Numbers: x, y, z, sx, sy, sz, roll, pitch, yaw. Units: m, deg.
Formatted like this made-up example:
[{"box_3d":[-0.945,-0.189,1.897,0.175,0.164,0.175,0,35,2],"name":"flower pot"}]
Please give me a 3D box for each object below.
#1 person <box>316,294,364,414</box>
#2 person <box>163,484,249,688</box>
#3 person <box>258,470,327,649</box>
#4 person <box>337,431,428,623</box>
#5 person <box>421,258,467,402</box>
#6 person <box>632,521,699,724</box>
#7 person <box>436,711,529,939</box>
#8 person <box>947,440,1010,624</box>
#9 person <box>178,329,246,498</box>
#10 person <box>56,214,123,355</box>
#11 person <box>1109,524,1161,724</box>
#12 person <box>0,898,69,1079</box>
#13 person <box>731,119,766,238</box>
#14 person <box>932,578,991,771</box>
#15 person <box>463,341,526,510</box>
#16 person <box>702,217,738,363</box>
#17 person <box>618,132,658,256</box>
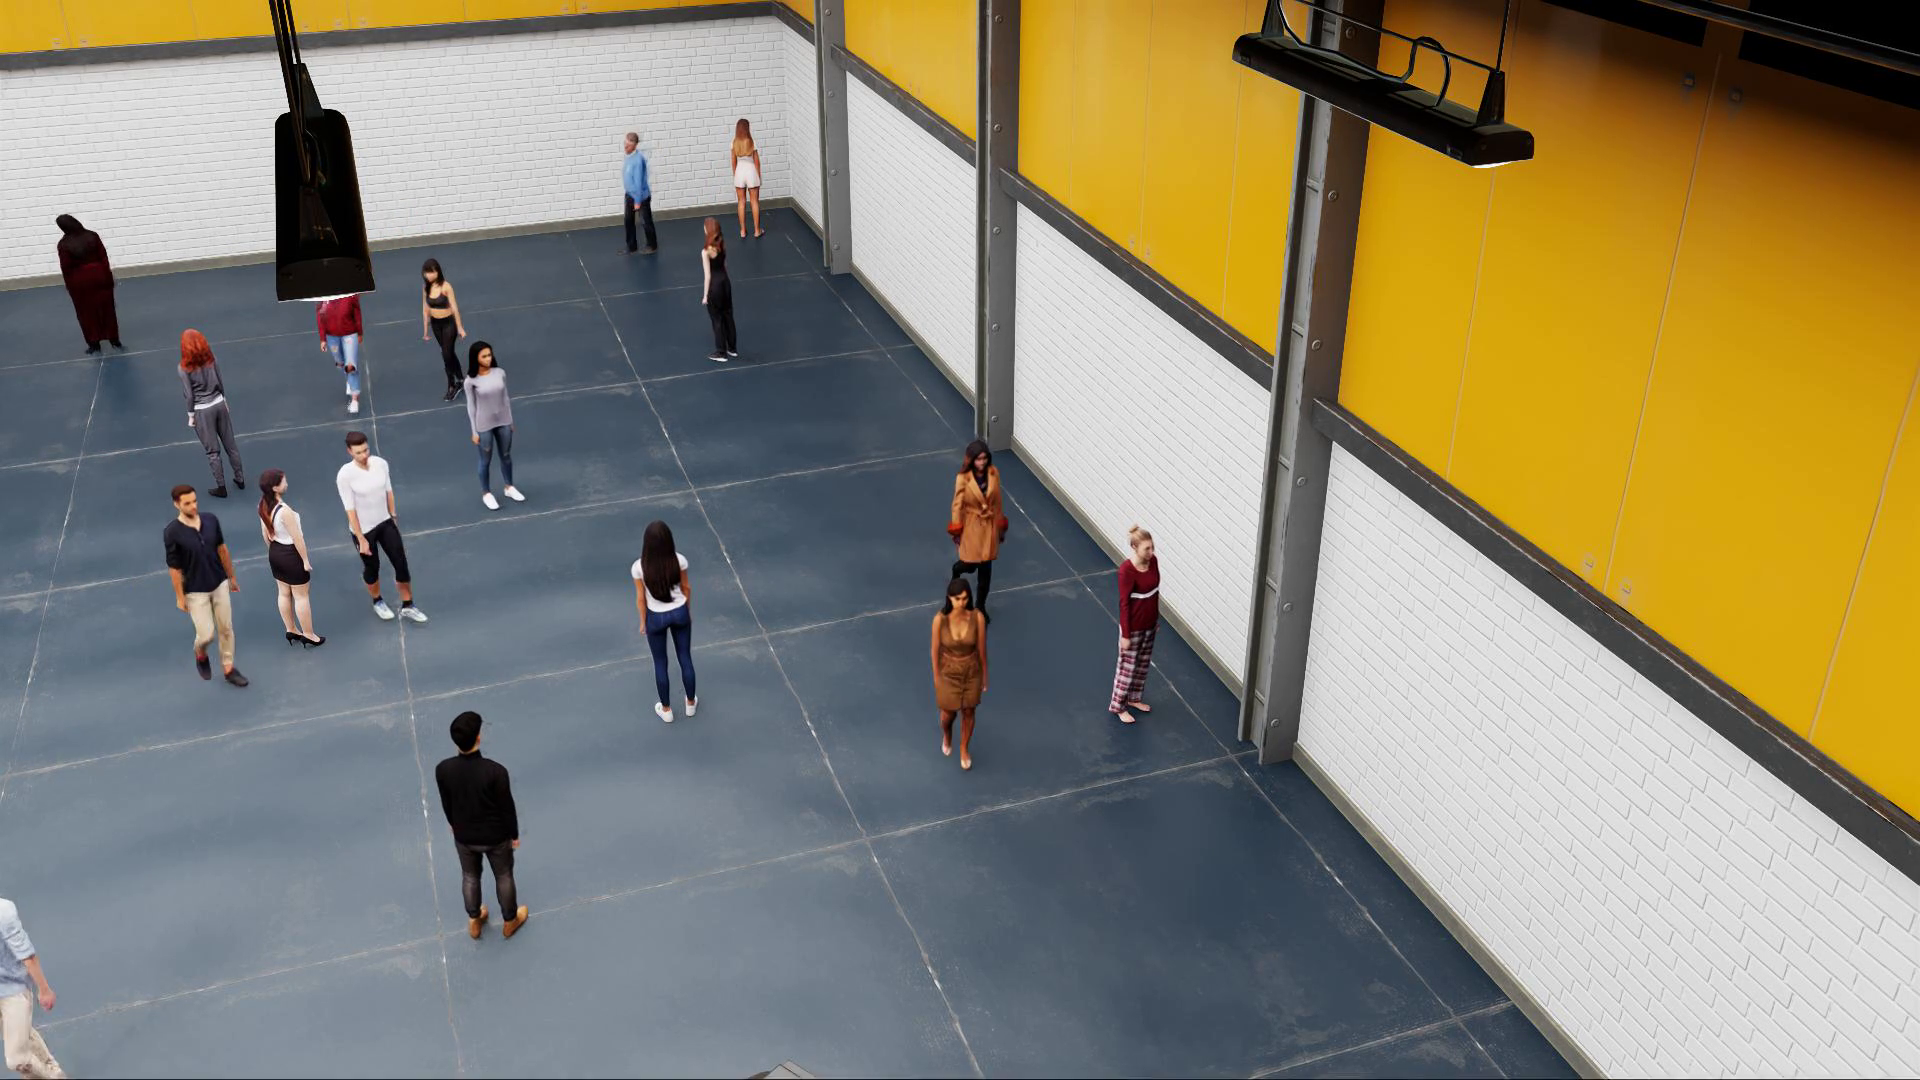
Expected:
[{"box_3d":[-6.932,-2.291,18.683,0.773,1.595,1.156,-4,29,-8],"name":"person"},{"box_3d":[-6.203,0.359,13.557,0.886,1.852,0.828,21,35,33],"name":"person"},{"box_3d":[-5.715,0.160,14.134,0.632,1.650,0.695,13,31,23],"name":"person"},{"box_3d":[-5.177,-0.139,14.493,0.987,1.830,0.867,23,36,36],"name":"person"},{"box_3d":[-5.820,-2.448,18.937,0.814,1.627,0.891,9,30,16],"name":"person"},{"box_3d":[-2.306,0.638,13.127,0.578,1.775,0.502,-10,30,-18],"name":"person"},{"box_3d":[-3.140,1.880,10.907,0.721,1.721,0.690,2,29,3],"name":"person"},{"box_3d":[0.118,-0.113,14.572,0.721,1.709,0.851,-12,31,-21],"name":"person"},{"box_3d":[-7.506,-1.276,16.632,0.679,1.779,0.661,19,34,31],"name":"person"},{"box_3d":[-10.456,-3.112,20.044,0.784,1.733,0.759,-15,32,-26],"name":"person"},{"box_3d":[1.412,0.652,13.179,0.666,1.699,0.693,24,37,37],"name":"person"},{"box_3d":[-5.460,2.527,9.601,0.826,1.835,0.868,6,29,11],"name":"person"},{"box_3d":[-3.072,-5.208,23.925,0.657,1.696,0.679,3,29,5],"name":"person"},{"box_3d":[-0.005,0.983,12.596,0.632,1.677,0.686,-4,29,-7],"name":"person"},{"box_3d":[-4.638,-1.150,16.449,0.669,1.733,0.646,-23,36,-35],"name":"person"},{"box_3d":[-2.877,-2.991,19.811,0.695,1.744,0.664,17,33,28],"name":"person"},{"box_3d":[-4.456,-4.819,23.130,0.916,1.776,0.885,-17,33,-28],"name":"person"}]
